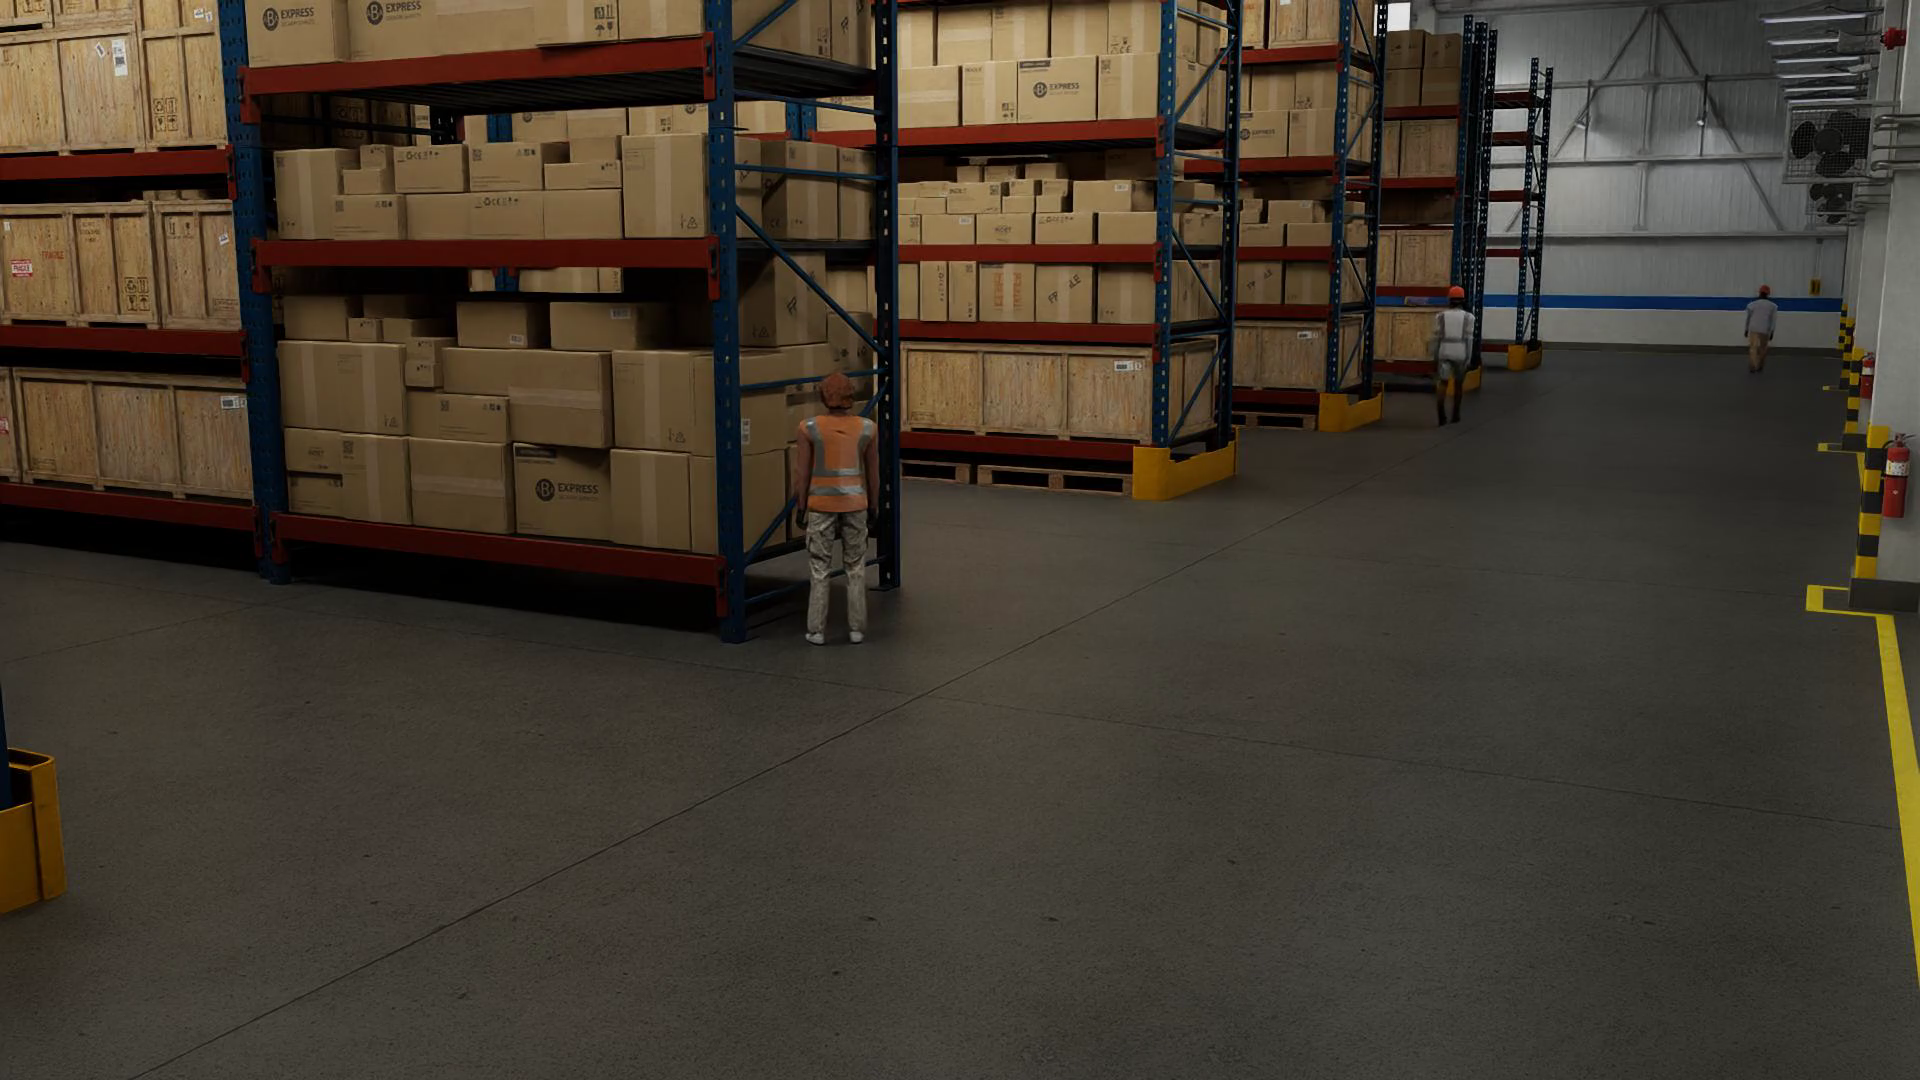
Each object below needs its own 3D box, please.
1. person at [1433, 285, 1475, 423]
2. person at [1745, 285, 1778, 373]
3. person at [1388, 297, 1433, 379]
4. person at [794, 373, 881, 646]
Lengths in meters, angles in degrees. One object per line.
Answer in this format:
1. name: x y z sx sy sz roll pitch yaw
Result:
1. person: 6.693 -2.510 22.623 0.546 1.911 0.831 5 11 26
2. person: 15.621 -4.115 32.475 0.554 1.713 0.865 5 11 25
3. person: 8.399 -3.935 30.950 1.028 1.867 0.666 8 13 39
4. person: -0.723 -0.178 9.891 0.525 1.631 0.312 -3 10 -16
